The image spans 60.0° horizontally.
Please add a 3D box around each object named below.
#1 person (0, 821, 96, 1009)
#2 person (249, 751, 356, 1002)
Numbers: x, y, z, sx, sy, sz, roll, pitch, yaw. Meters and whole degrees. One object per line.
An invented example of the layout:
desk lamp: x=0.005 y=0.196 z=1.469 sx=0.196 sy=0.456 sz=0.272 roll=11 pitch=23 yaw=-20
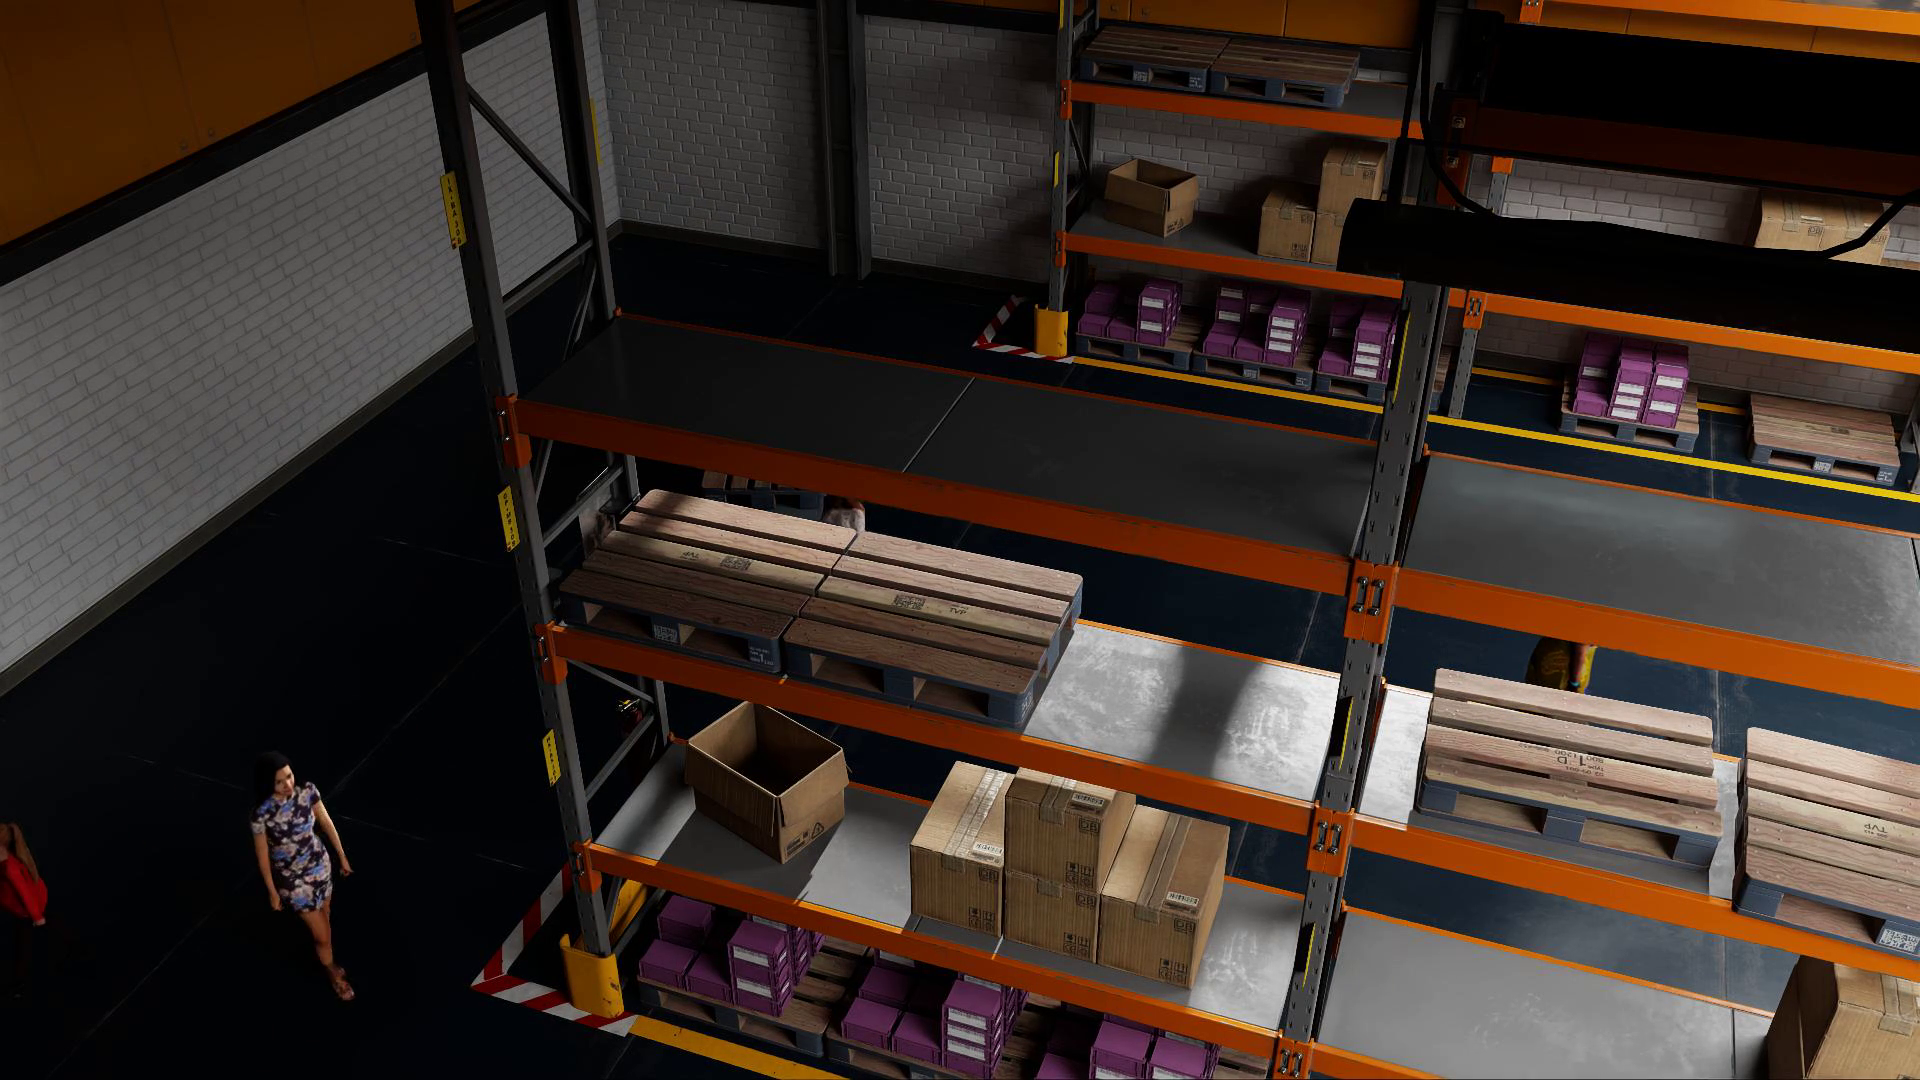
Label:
person: x=-5.419 y=2.115 z=9.763 sx=0.831 sy=1.253 sz=0.870 roll=-23 pitch=40 yaw=-31
person: x=-3.868 y=1.900 z=9.663 sx=0.735 sy=1.723 sz=0.690 roll=19 pitch=38 yaw=27
